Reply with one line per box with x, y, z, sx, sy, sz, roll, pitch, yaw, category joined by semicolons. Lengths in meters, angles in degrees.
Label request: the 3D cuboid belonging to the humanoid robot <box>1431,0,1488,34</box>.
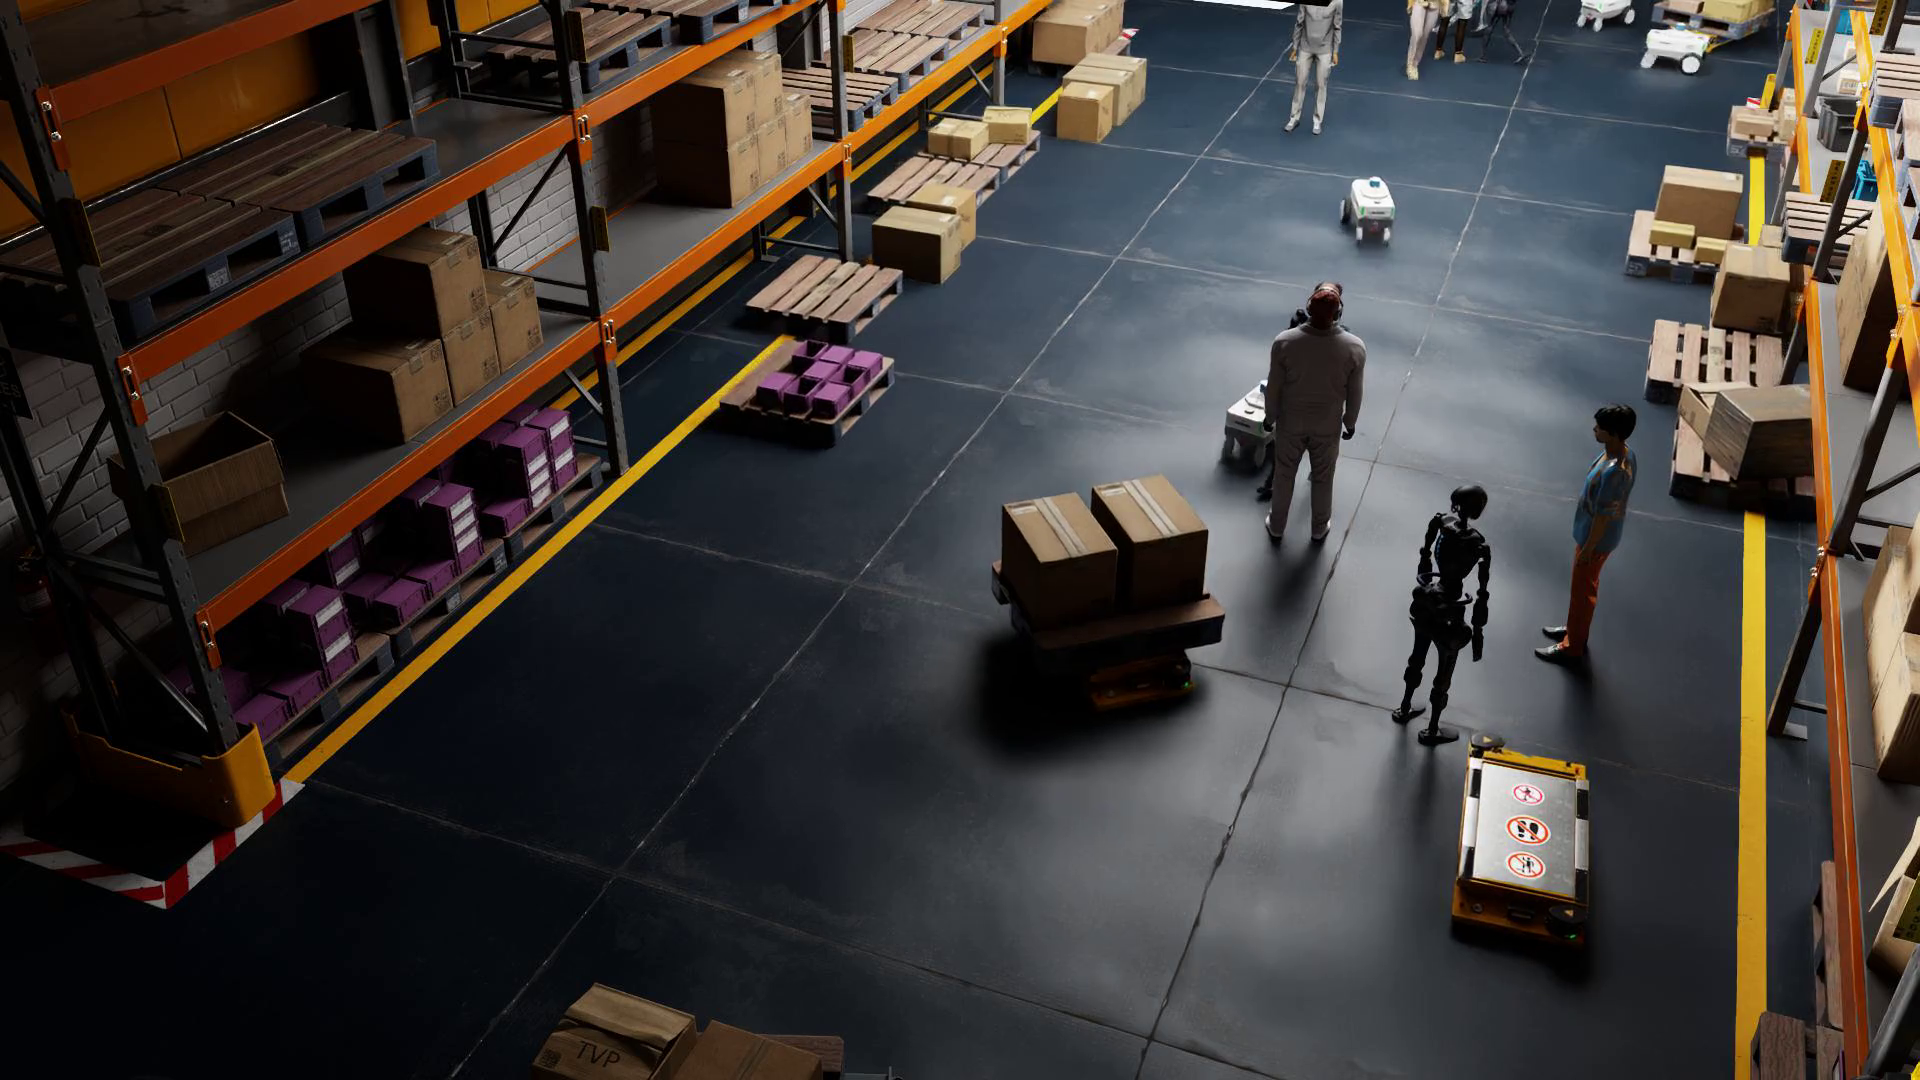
6.723;-7.408;21.727;1.024;1.720;0.531;-10;34;-15;humanoid robot

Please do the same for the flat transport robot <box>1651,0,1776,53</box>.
9.877;-6.718;21.988;1.431;0.231;0.659;-27;41;-35;flat transport robot

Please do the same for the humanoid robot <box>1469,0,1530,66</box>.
6.884;-6.772;20.809;0.696;1.622;0.614;22;39;30;humanoid robot

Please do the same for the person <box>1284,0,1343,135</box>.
3.986;-5.508;18.615;0.536;1.897;0.386;12;35;18;person

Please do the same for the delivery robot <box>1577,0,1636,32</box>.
8.754;-7.213;22.505;0.805;0.609;0.499;-20;38;-28;delivery robot

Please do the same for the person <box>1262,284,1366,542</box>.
2.404;-0.858;11.413;0.653;1.906;0.410;5;33;7;person

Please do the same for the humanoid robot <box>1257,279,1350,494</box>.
2.514;-1.091;12.030;0.742;1.630;0.592;-26;41;-34;humanoid robot

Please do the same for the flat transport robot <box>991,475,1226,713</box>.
0.923;0.569;10.710;0.659;0.231;1.431;-10;34;-15;flat transport robot

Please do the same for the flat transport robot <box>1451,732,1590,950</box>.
3.079;1.612;9.097;0.659;0.231;1.431;10;34;15;flat transport robot

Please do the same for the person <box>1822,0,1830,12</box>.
10.960;-6.867;20.747;0.529;1.868;0.396;-27;42;-35;person

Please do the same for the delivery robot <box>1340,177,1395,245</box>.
4.057;-3.288;16.404;0.499;0.581;0.768;2;33;3;delivery robot

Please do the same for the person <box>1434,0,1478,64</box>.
6.275;-6.861;20.898;0.533;1.692;0.320;22;39;31;person

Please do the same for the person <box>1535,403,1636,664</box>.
3.904;-0.040;10.285;0.344;1.759;0.498;12;35;18;person

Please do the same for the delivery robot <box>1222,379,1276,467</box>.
2.351;-0.951;12.817;0.499;0.614;0.808;22;39;30;delivery robot

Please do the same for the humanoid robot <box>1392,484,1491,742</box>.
2.817;0.401;9.662;0.315;1.657;0.599;-13;35;-20;humanoid robot

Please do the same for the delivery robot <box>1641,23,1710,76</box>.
9.002;-6.189;20.896;0.774;0.583;0.499;16;36;23;delivery robot

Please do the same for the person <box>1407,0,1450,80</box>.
5.720;-6.482;20.259;0.479;1.735;0.692;1;33;1;person
